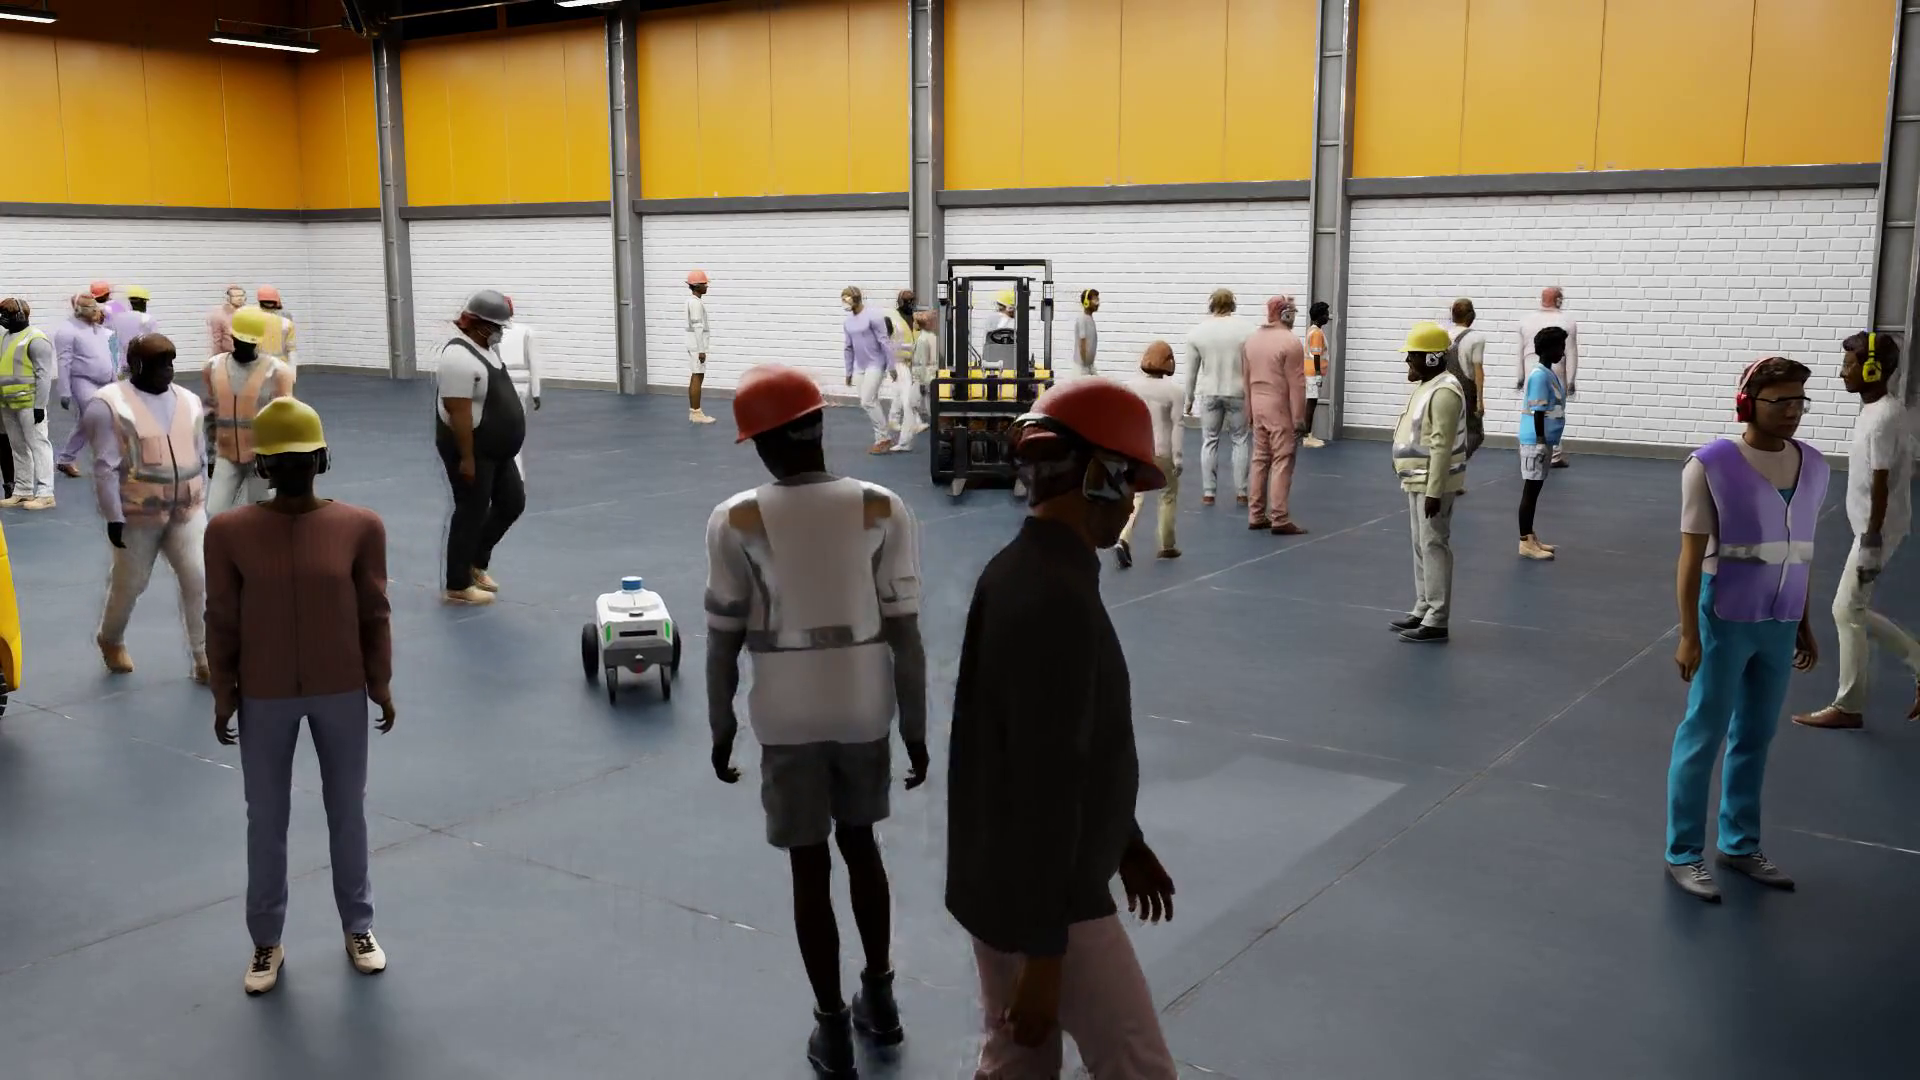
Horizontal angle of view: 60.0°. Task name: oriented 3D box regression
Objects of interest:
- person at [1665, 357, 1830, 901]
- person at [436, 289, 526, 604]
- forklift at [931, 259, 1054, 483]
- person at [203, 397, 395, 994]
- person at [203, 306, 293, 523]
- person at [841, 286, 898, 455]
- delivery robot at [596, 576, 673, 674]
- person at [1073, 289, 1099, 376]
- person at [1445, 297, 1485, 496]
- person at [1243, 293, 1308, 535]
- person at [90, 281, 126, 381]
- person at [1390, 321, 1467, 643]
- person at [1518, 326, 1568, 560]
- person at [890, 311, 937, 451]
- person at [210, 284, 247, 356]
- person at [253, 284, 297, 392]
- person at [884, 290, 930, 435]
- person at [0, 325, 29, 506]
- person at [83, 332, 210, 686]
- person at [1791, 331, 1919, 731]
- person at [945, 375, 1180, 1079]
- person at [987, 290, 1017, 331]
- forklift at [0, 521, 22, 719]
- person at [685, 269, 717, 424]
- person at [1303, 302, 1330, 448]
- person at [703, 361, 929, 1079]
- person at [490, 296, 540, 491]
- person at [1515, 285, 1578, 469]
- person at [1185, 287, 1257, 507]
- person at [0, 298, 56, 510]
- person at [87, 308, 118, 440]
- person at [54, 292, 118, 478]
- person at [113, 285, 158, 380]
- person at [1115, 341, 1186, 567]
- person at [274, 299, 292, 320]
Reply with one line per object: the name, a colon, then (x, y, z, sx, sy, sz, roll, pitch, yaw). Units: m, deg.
person: (2.681, 0.296, 5.686, 0.583, 1.844, 0.387, -3, 10, -20)
person: (-3.032, -0.615, 10.526, 0.553, 2.000, 0.726, 0, 10, 0)
forklift: (0.370, -1.738, 16.759, 1.214, 2.155, 2.313, 1, 10, 3)
person: (-1.956, 0.456, 4.962, 0.523, 1.769, 0.316, -4, 10, -24)
person: (-4.480, -0.521, 10.423, 0.626, 1.886, 0.587, 1, 10, 4)
person: (-1.019, -1.883, 18.534, 0.586, 1.887, 0.657, -7, 12, -37)
delivery robot: (-1.659, 0.429, 8.444, 0.477, 0.478, 0.707, -3, 10, -15)
person: (1.561, -2.183, 20.534, 0.847, 1.847, 0.556, 4, 10, 23)
person: (4.560, -1.288, 15.157, 0.413, 1.828, 0.545, -7, 12, -37)
person: (2.536, -1.000, 13.220, 0.403, 1.906, 0.651, -5, 11, -28)
person: (-11.935, -2.718, 23.552, 0.380, 1.893, 0.724, 1, 10, 8)
person: (2.664, -0.329, 9.484, 0.403, 1.825, 0.592, 1, 10, 4)
person: (4.235, -0.709, 12.121, 0.320, 1.693, 0.531, 4, 10, 22)
person: (-0.415, -1.795, 18.845, 0.738, 1.608, 0.515, 3, 10, 18)
person: (-9.040, -2.262, 20.842, 0.839, 1.880, 0.654, 9, 13, 42)
person: (-7.480, -1.815, 18.076, 0.545, 1.915, 0.773, -5, 11, -28)
person: (-0.644, -2.230, 20.893, 0.654, 1.787, 0.977, -8, 12, -40)
person: (-8.464, -1.251, 14.535, 0.367, 1.964, 0.609, 7, 12, 37)
person: (-4.144, -0.162, 8.514, 0.886, 1.811, 0.621, 7, 12, 37)
person: (4.209, -0.015, 7.551, 0.575, 1.850, 0.513, 5, 11, 27)
person: (0.267, 0.668, 3.180, 0.731, 1.943, 0.648, -2, 10, -12)
person: (0.566, -2.099, 20.058, 0.482, 1.813, 0.600, -3, 10, -18)
forklift: (-5.296, -0.090, 6.943, 1.214, 2.155, 2.313, 7, 12, 35)
person: (-3.467, -2.566, 22.125, 0.368, 2.048, 0.607, -3, 10, -16)
person: (4.129, -1.918, 19.332, 0.320, 1.694, 0.532, 2, 10, 10)
person: (-0.388, 0.477, 4.452, 0.559, 1.890, 0.602, -3, 10, -16)
person: (-4.358, -1.410, 15.860, 0.602, 1.831, 0.954, -7, 12, -36)
person: (6.145, -1.702, 17.403, 0.651, 1.905, 0.402, 9, 13, 43)
person: (2.304, -1.249, 14.618, 0.647, 1.936, 0.405, 2, 10, 12)
person: (-8.192, -1.187, 14.524, 0.627, 1.844, 0.429, 5, 11, 27)
person: (-10.503, -2.035, 20.296, 0.536, 1.586, 0.856, 0, 10, 0)
person: (-8.620, -1.515, 16.416, 0.969, 1.867, 0.656, 1, 10, 7)
person: (-9.754, -2.093, 19.836, 0.588, 1.873, 0.966, 1, 10, 7)
person: (1.349, -0.614, 11.810, 0.507, 1.602, 0.769, 6, 11, 32)
person: (-11.026, -3.156, 26.864, 0.508, 1.621, 0.385, -3, 10, -19)
